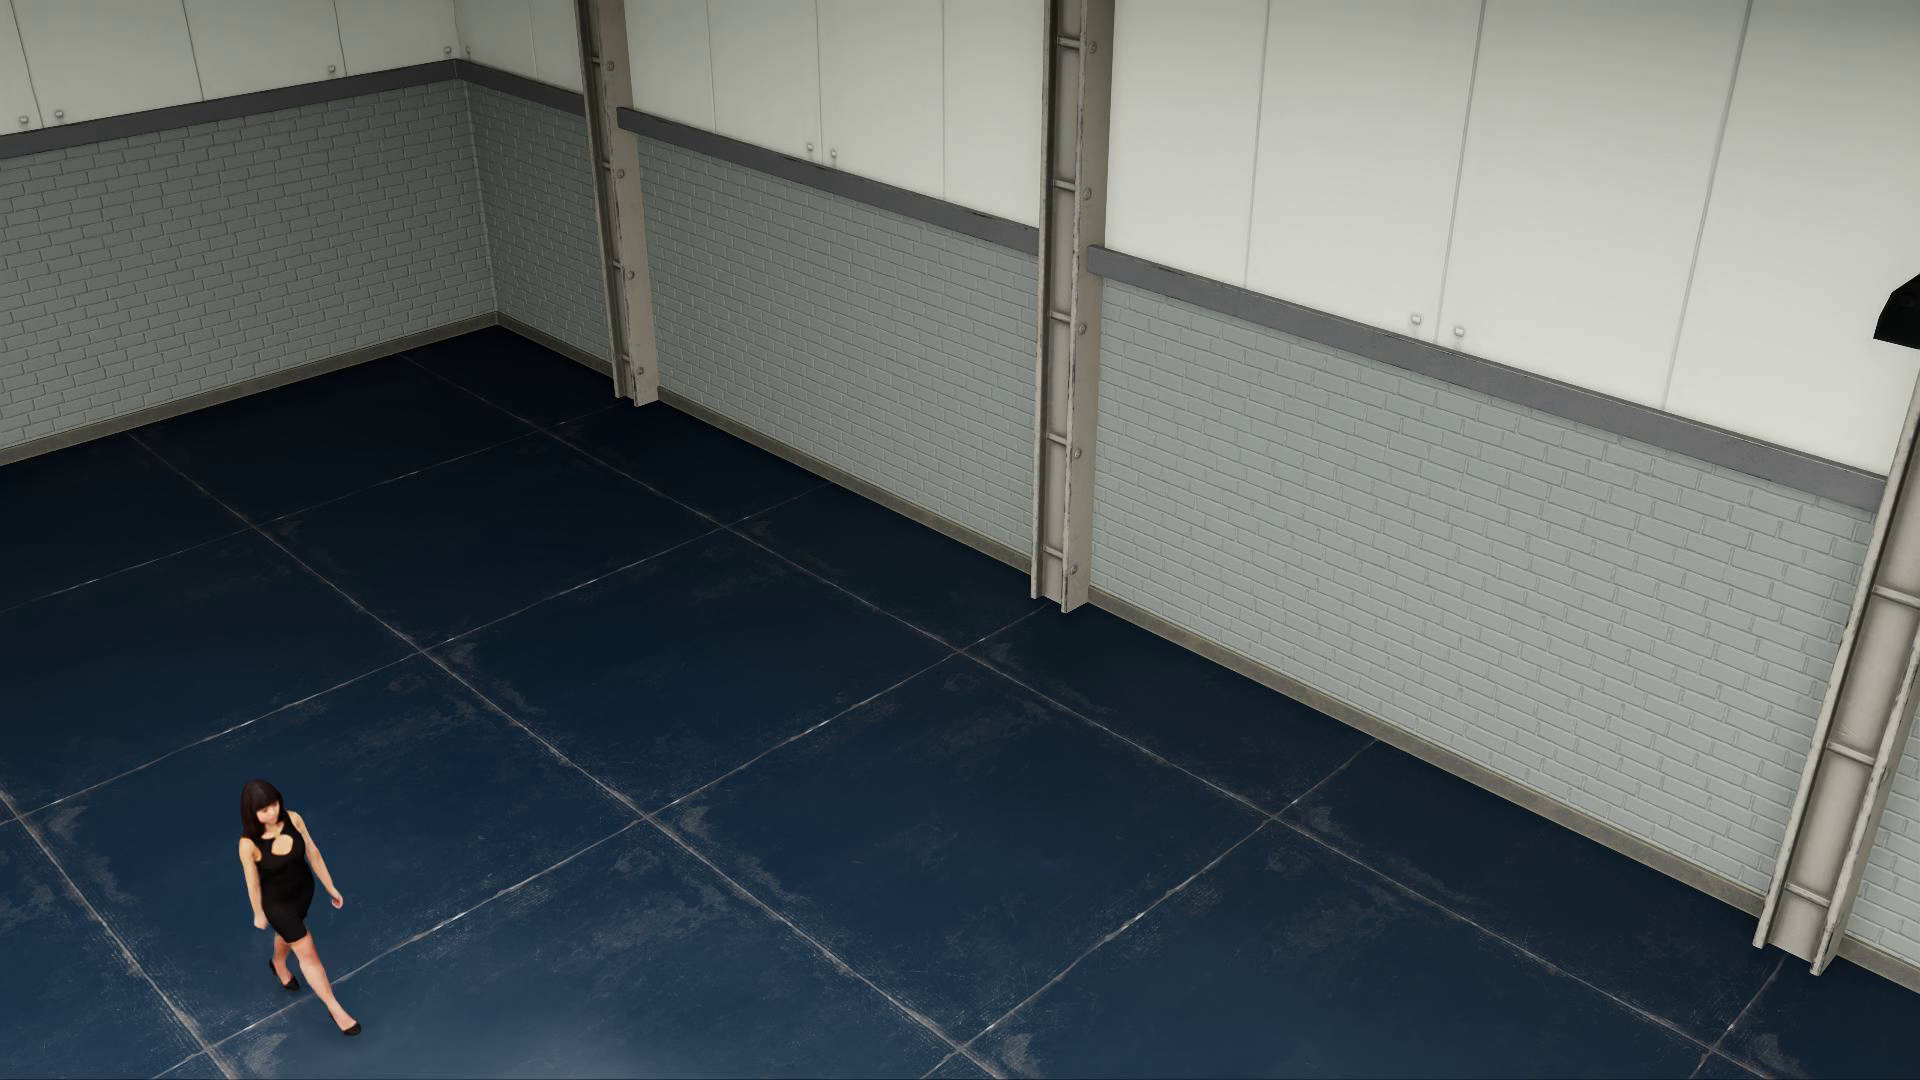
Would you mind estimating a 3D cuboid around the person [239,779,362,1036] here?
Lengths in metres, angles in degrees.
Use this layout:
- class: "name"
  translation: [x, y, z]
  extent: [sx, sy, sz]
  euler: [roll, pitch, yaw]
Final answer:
- class: "person"
  translation: [-3.802, 1.994, 9.309]
  extent: [1.102, 1.599, 0.737]
  euler: [16, 32, 27]
